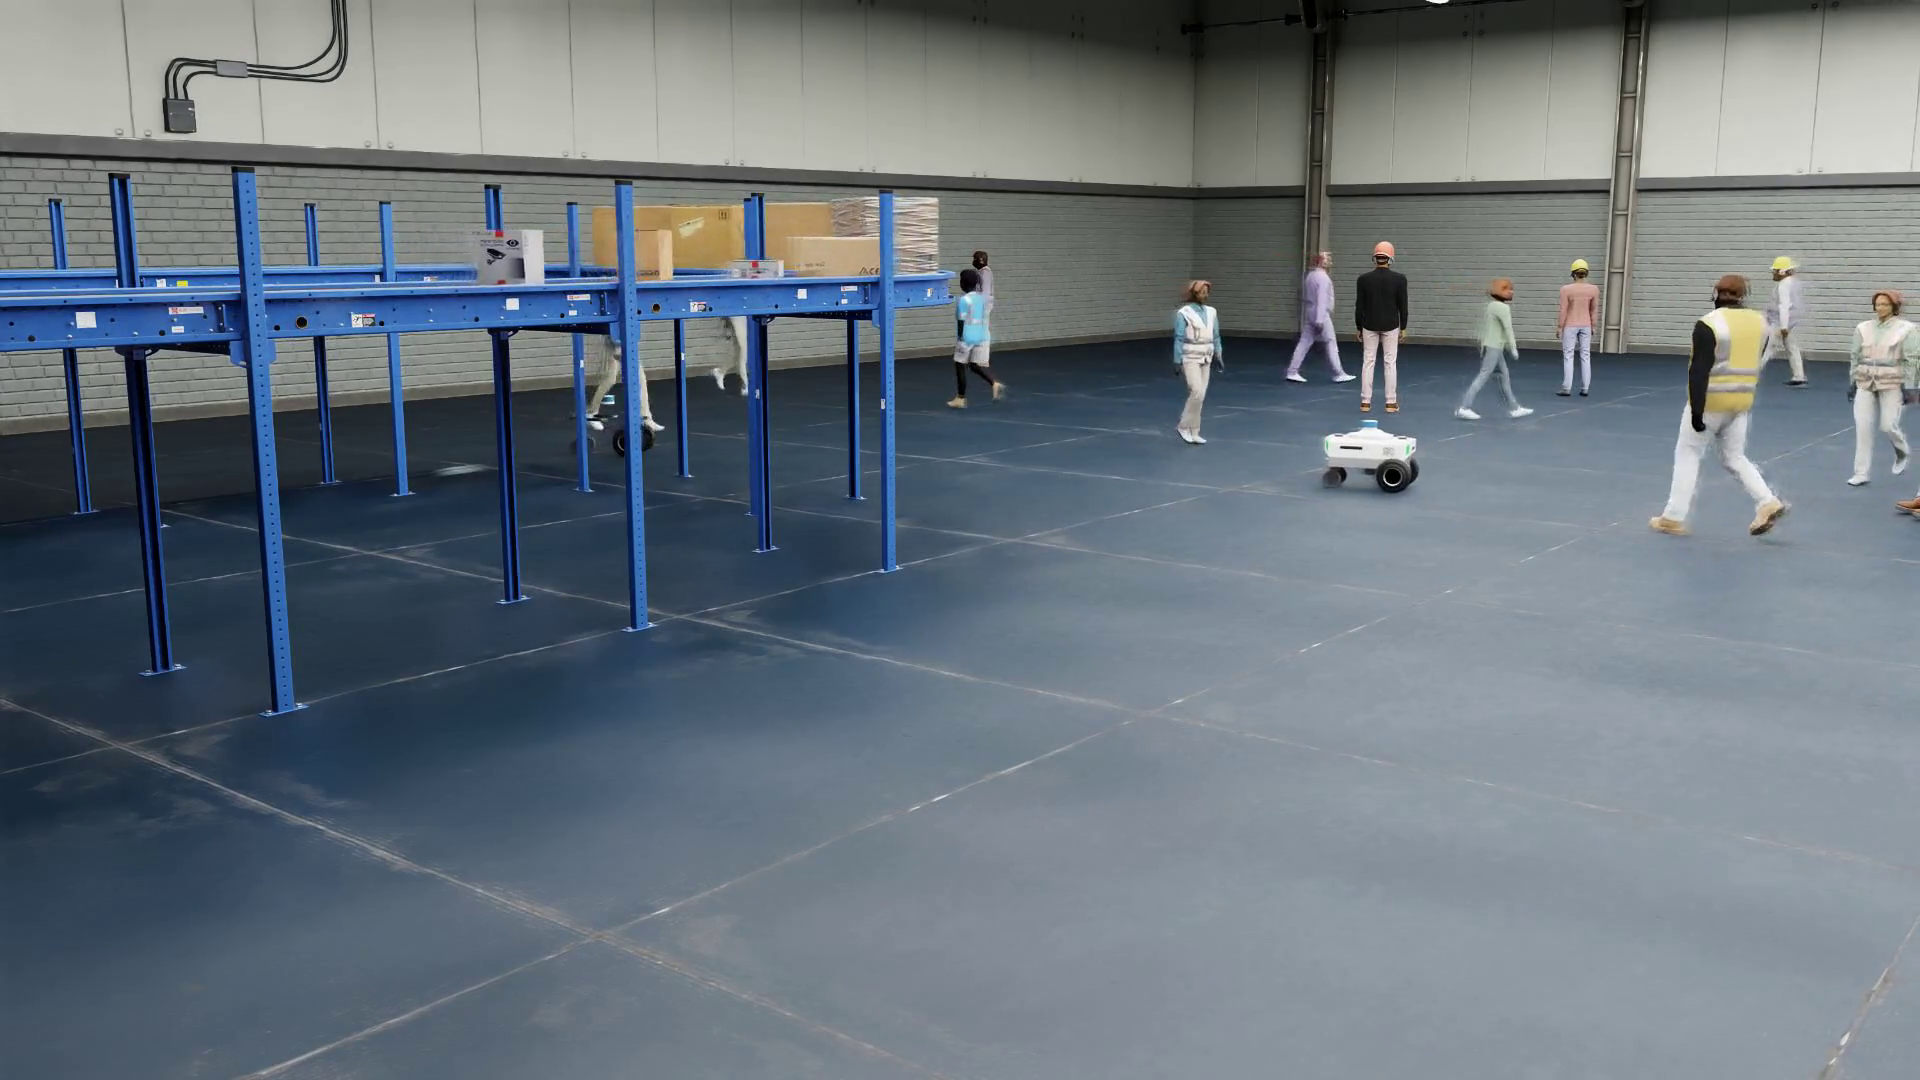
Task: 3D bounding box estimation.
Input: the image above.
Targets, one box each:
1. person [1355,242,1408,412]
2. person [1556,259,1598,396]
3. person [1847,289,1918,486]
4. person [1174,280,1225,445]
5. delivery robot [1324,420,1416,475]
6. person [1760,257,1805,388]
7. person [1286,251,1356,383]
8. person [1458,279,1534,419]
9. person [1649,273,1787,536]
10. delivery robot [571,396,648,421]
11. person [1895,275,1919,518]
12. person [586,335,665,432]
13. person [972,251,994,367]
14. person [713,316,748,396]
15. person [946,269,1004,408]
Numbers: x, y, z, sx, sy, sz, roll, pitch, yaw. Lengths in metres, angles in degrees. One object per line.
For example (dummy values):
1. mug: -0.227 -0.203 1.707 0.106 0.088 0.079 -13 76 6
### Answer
1. person: 4.978 -2.515 19.658 0.612 1.995 0.376 4 11 20
2. person: 8.019 -2.760 21.656 0.533 1.767 0.326 -1 10 -5
3. person: 7.662 -1.271 13.799 0.557 1.625 0.520 -7 13 -35
4. person: 2.368 -1.754 16.483 0.518 1.624 0.381 -9 13 -40
5. delivery robot: 3.371 -0.742 13.685 0.707 0.478 0.477 5 11 23
6. person: 11.248 -2.998 22.924 0.930 1.782 0.612 8 13 39
7. person: 5.105 -3.151 23.570 0.991 1.853 0.666 -2 10 -9
8. person: 6.089 -2.161 18.834 0.893 1.577 0.514 0 10 1
9. person: 5.257 -0.914 11.364 0.648 1.799 0.738 -4 11 -20
10. delivery robot: -3.341 -1.261 15.841 0.698 0.223 0.335 1 10 8
11. person: 7.122 -1.121 12.074 0.402 1.942 0.609 2 10 11
12. person: -3.636 -2.075 17.706 0.951 1.831 0.530 6 12 31
13. person: 0.326 -3.699 26.646 0.429 1.844 0.624 -1 10 -3
14. person: -2.929 -2.825 21.783 0.679 1.854 0.535 5 11 25
15. person: 0.168 -2.416 19.986 0.648 1.680 0.537 6 12 31
